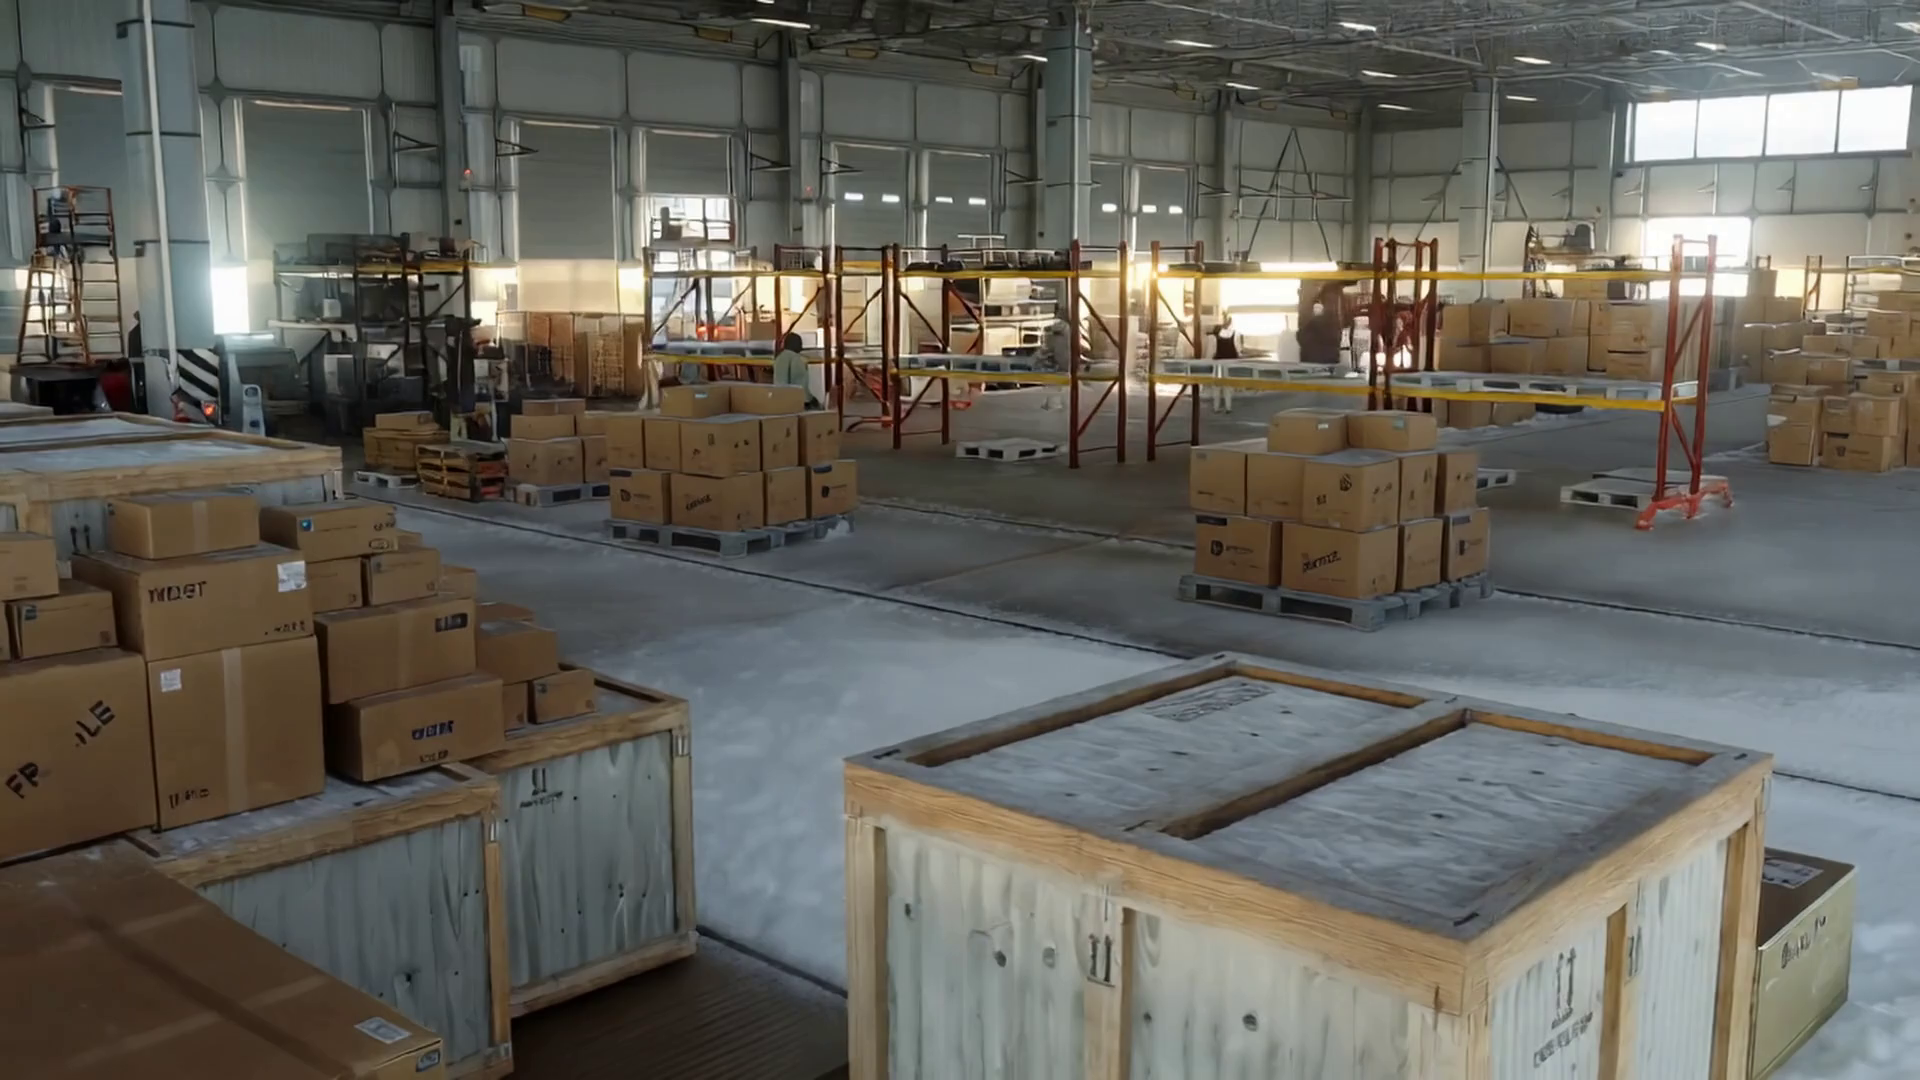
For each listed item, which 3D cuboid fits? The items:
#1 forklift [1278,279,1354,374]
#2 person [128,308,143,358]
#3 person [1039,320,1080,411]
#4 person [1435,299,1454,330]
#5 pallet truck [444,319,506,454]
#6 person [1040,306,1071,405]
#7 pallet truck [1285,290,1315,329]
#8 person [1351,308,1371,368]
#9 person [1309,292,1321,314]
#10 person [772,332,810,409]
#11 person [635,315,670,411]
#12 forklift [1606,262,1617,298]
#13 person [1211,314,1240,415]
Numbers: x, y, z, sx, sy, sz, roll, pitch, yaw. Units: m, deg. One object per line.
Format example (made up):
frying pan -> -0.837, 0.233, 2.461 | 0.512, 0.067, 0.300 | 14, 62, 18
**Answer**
forklift -> 8.920, -5.583, 41.773 | 1.129, 2.768, 1.873 | -4, 10, -22
person -> -14.086, -3.005, 28.685 | 0.620, 1.991, 0.399 | 8, 12, 41
person -> 1.854, -3.264, 31.165 | 0.702, 1.715, 0.567 | -6, 11, -32
person -> 12.330, -5.137, 42.028 | 0.648, 1.897, 0.934 | 4, 10, 22
pallet truck -> -6.981, -1.942, 22.150 | 1.885, 1.965, 0.823 | 1, 9, 9
person -> 1.905, -3.602, 32.538 | 0.639, 1.937, 0.387 | -2, 9, -11
pallet truck -> 11.297, -6.951, 52.861 | 1.885, 1.965, 0.823 | -5, 11, -29
person -> 10.794, -5.408, 44.562 | 0.771, 1.604, 0.550 | -9, 13, -42
person -> 11.531, -7.119, 54.174 | 0.409, 1.910, 0.541 | -2, 9, -10
person -> -2.149, -1.753, 21.474 | 0.429, 1.844, 0.627 | -8, 12, -40
person -> -5.555, -3.119, 29.848 | 0.575, 1.849, 0.928 | 7, 11, 35
forklift -> 17.737, -6.208, 45.610 | 1.873, 2.768, 1.129 | 2, 10, 15
person -> 4.831, -3.199, 30.328 | 0.505, 1.845, 0.345 | 1, 9, 7
